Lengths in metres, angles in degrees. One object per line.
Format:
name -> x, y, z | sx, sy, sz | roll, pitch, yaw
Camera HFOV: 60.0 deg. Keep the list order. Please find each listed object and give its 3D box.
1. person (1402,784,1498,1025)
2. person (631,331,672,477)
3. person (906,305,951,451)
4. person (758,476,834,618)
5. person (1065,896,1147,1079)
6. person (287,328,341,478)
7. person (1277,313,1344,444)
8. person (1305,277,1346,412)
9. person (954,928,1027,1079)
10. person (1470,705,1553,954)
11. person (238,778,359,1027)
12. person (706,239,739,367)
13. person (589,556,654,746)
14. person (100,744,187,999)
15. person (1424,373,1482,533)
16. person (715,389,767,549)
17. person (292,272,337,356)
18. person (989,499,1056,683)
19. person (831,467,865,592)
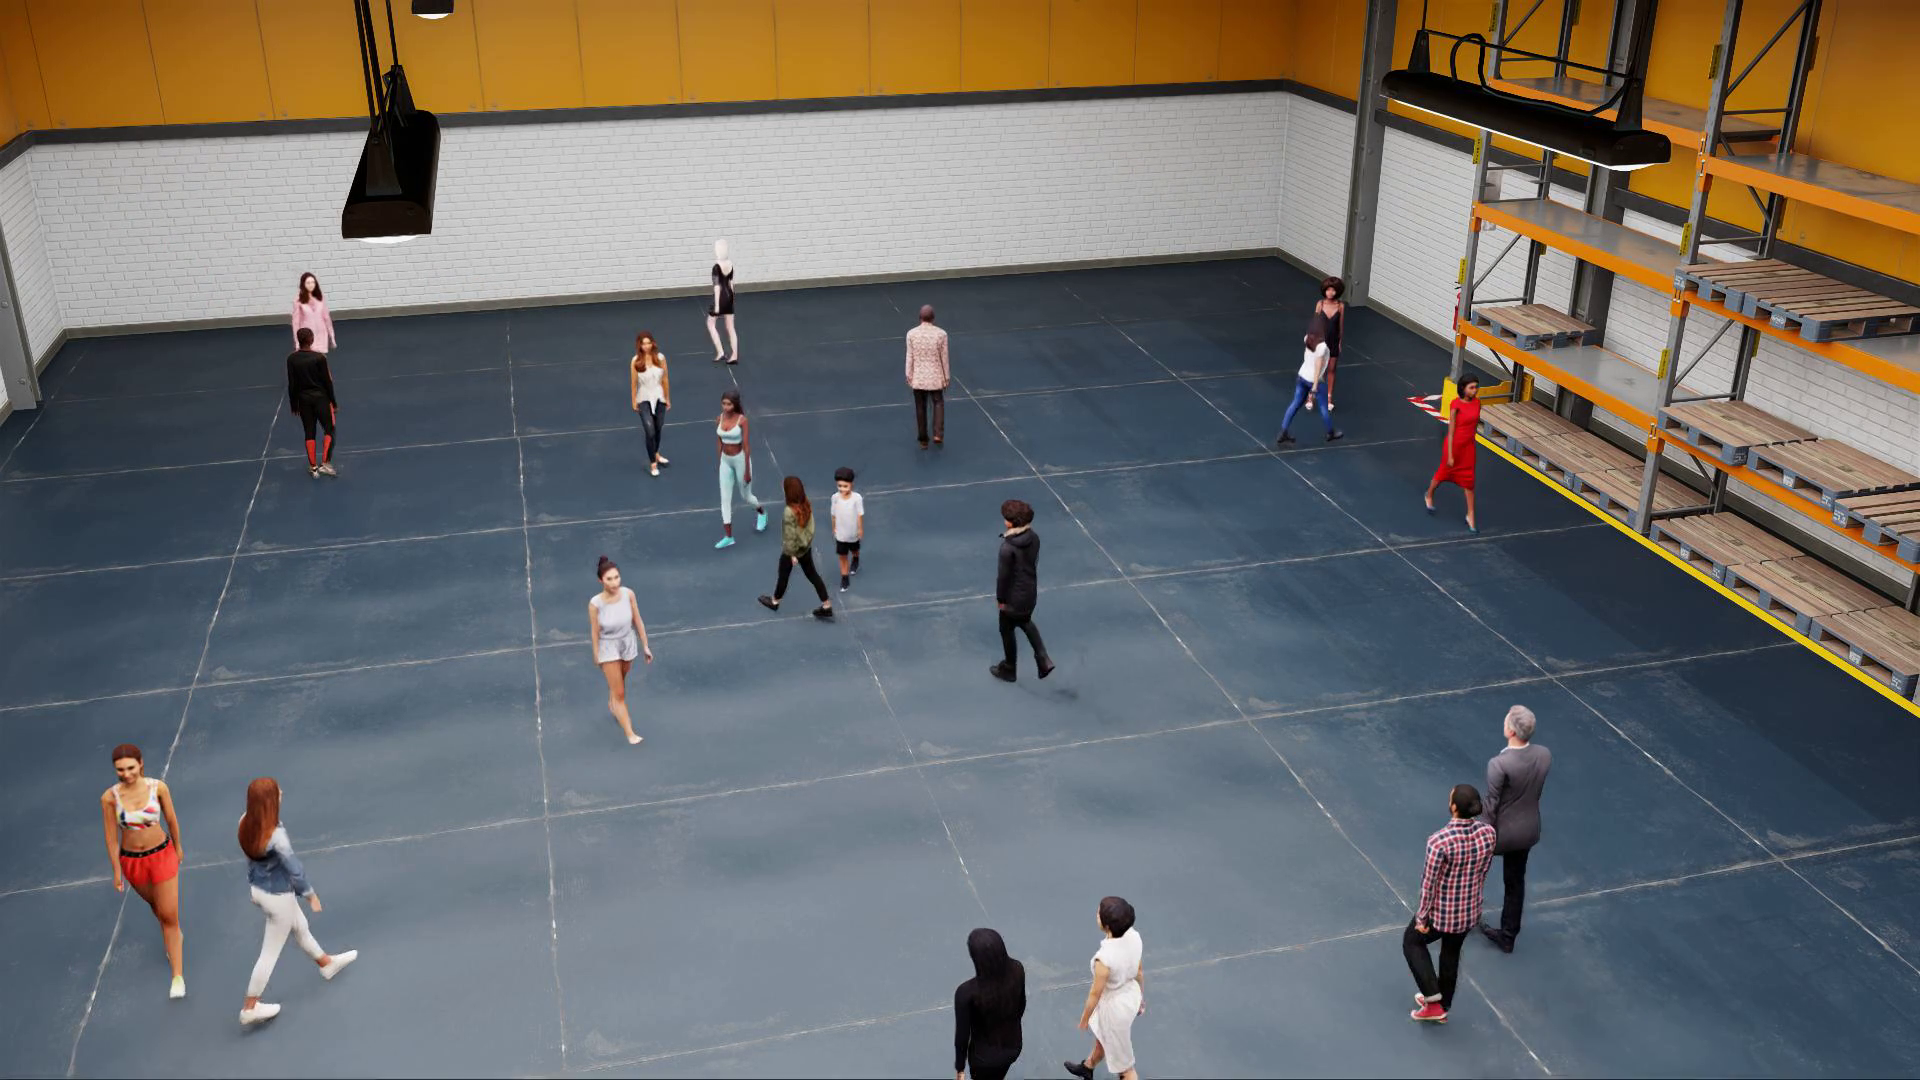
person -> 3.126, 2.345, 10.484 | 0.714, 1.752, 0.648 | -9, 25, -20
person -> -3.656, -1.656, 19.648 | 0.678, 1.743, 0.892 | -12, 26, -25
person -> -0.402, -1.942, 20.237 | 0.751, 1.795, 0.716 | 0, 24, 0
person -> -1.494, 0.107, 16.001 | 1.073, 1.434, 1.029 | 13, 27, 26
person -> 0.985, 2.796, 9.738 | 0.978, 1.521, 0.865 | 18, 29, 35
person -> -7.563, -1.612, 19.462 | 0.750, 1.812, 0.747 | -4, 24, -10
person -> 4.219, -1.912, 20.370 | 0.793, 1.633, 1.069 | -10, 26, -22
person -> 4.776, -2.556, 21.649 | 0.644, 1.788, 0.654 | 3, 24, 7
person -> 0.243, 2.911, 9.248 | 0.723, 1.704, 0.736 | -15, 28, -31
person -> 3.737, 1.987, 11.212 | 0.837, 1.824, 0.894 | -11, 26, -23
person -> -4.446, 2.336, 10.621 | 1.136, 1.657, 1.087 | 19, 30, 37
person -> -3.242, -3.301, 23.318 | 0.826, 1.816, 0.768 | 14, 27, 29
person -> -2.927, 0.892, 14.040 | 0.877, 1.566, 1.140 | -18, 30, -36
person -> -5.385, 2.096, 11.050 | 0.628, 1.754, 1.107 | -8, 25, -18
person -> 5.387, -0.987, 18.178 | 0.688, 1.694, 1.127 | -9, 25, -20
person -> -2.346, -0.791, 17.719 | 0.979, 1.703, 1.069 | 11, 26, 24
person -> -8.526, -2.649, 21.873 | 0.847, 1.781, 0.943 | -21, 31, -39
person -> 0.573, 0.485, 14.722 | 1.003, 1.765, 0.878 | 21, 31, 40
person -> -1.128, -0.161, 16.852 | 0.659, 1.242, 0.941 | 1, 24, 1
